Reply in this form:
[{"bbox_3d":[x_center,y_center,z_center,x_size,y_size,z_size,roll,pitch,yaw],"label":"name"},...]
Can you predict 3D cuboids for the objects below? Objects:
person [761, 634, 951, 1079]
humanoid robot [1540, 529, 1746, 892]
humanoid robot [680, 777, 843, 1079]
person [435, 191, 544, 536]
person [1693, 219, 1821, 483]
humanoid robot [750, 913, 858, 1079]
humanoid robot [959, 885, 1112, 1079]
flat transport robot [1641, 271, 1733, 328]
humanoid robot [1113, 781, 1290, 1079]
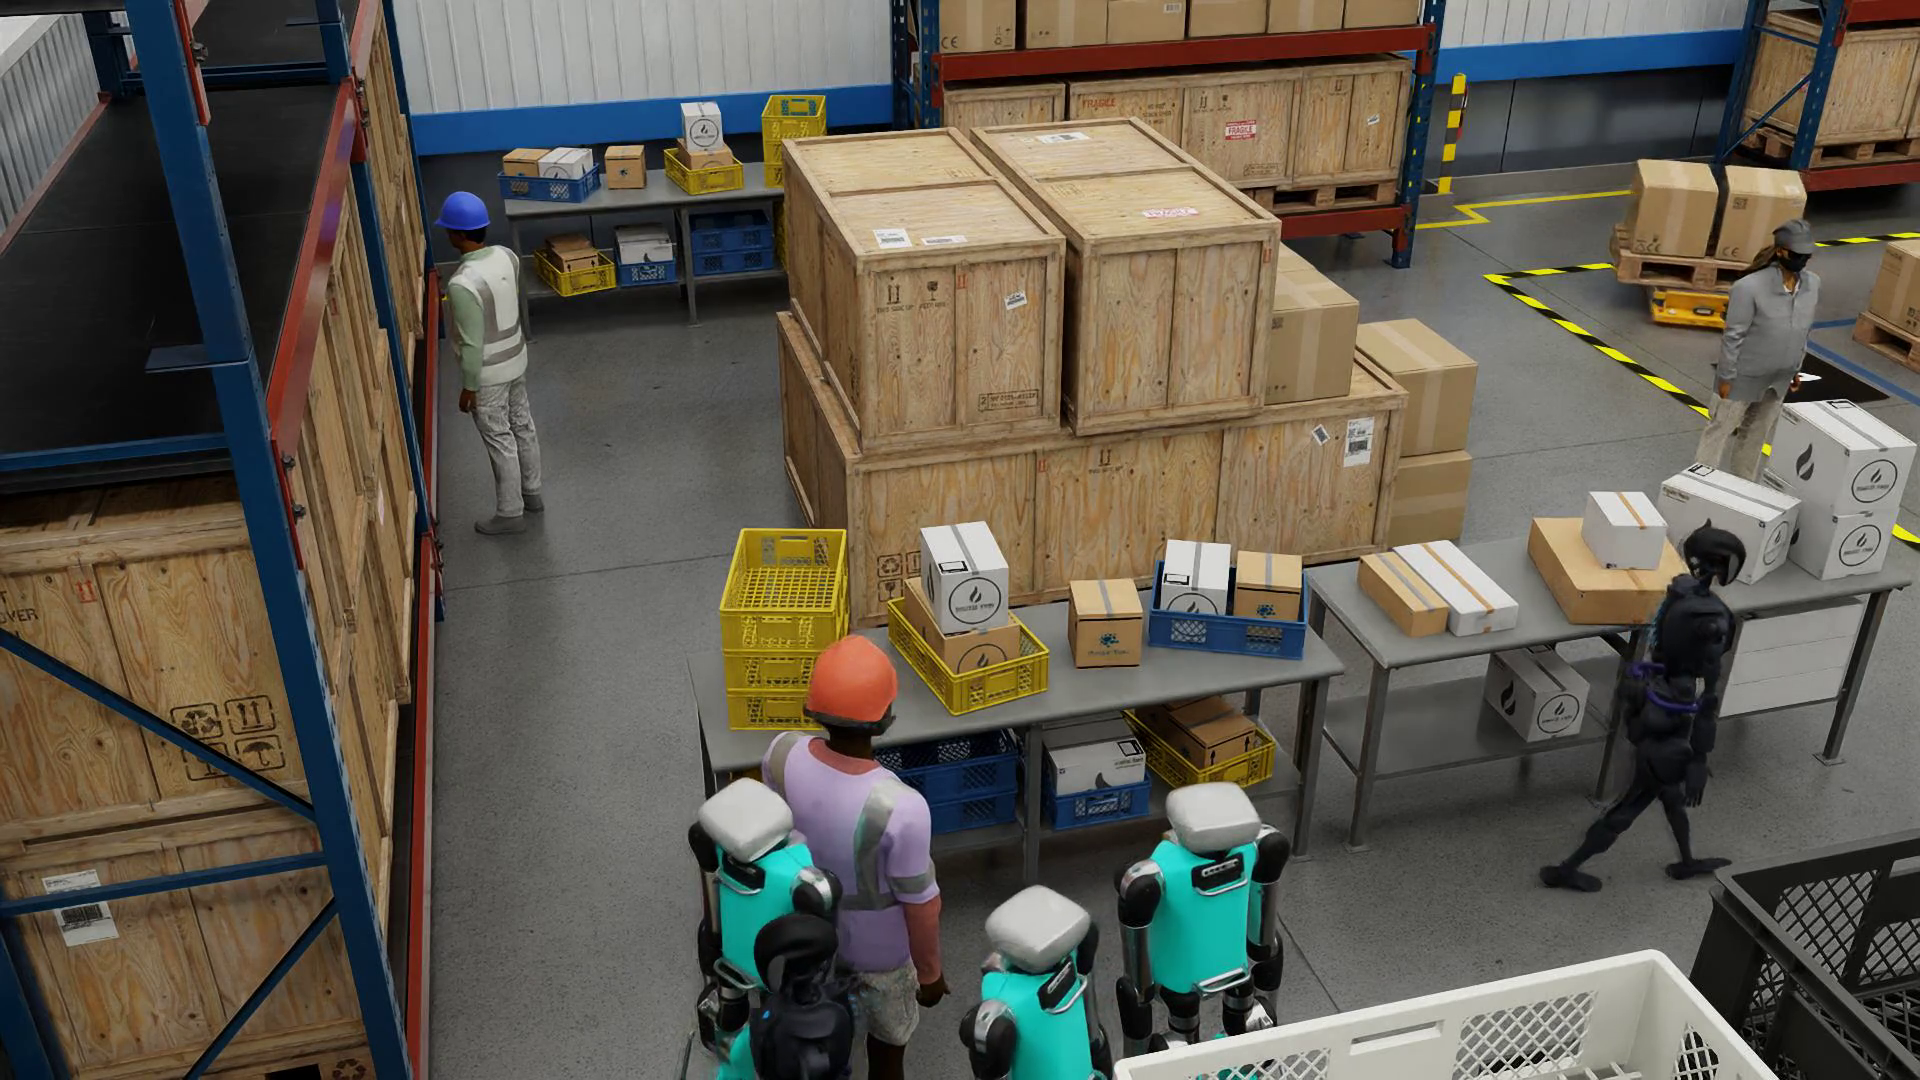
[{"bbox_3d":[-0.300,1.182,5.129,0.613,2.047,0.355,20,35,32],"label":"person"},{"bbox_3d":[2.769,0.697,6.439,0.791,1.620,0.593,1,29,2],"label":"humanoid robot"},{"bbox_3d":[-0.673,1.548,4.779,0.542,1.788,0.799,22,36,35],"label":"humanoid robot"},{"bbox_3d":[-2.568,-0.951,9.102,0.386,1.949,0.603,6,29,11],"label":"person"},{"bbox_3d":[4.428,-0.933,9.253,0.563,1.770,0.396,-9,30,-15],"label":"person"},{"bbox_3d":[-0.486,1.681,4.604,0.526,1.644,0.589,-9,30,-16],"label":"humanoid robot"},{"bbox_3d":[0.398,1.757,4.404,0.763,1.764,0.531,17,33,28],"label":"humanoid robot"},{"bbox_3d":[5.570,-1.960,12.645,0.652,0.197,1.431,7,30,13],"label":"flat transport robot"},{"bbox_3d":[0.779,1.541,4.703,0.530,1.694,0.745,-13,31,-22],"label":"humanoid robot"}]
